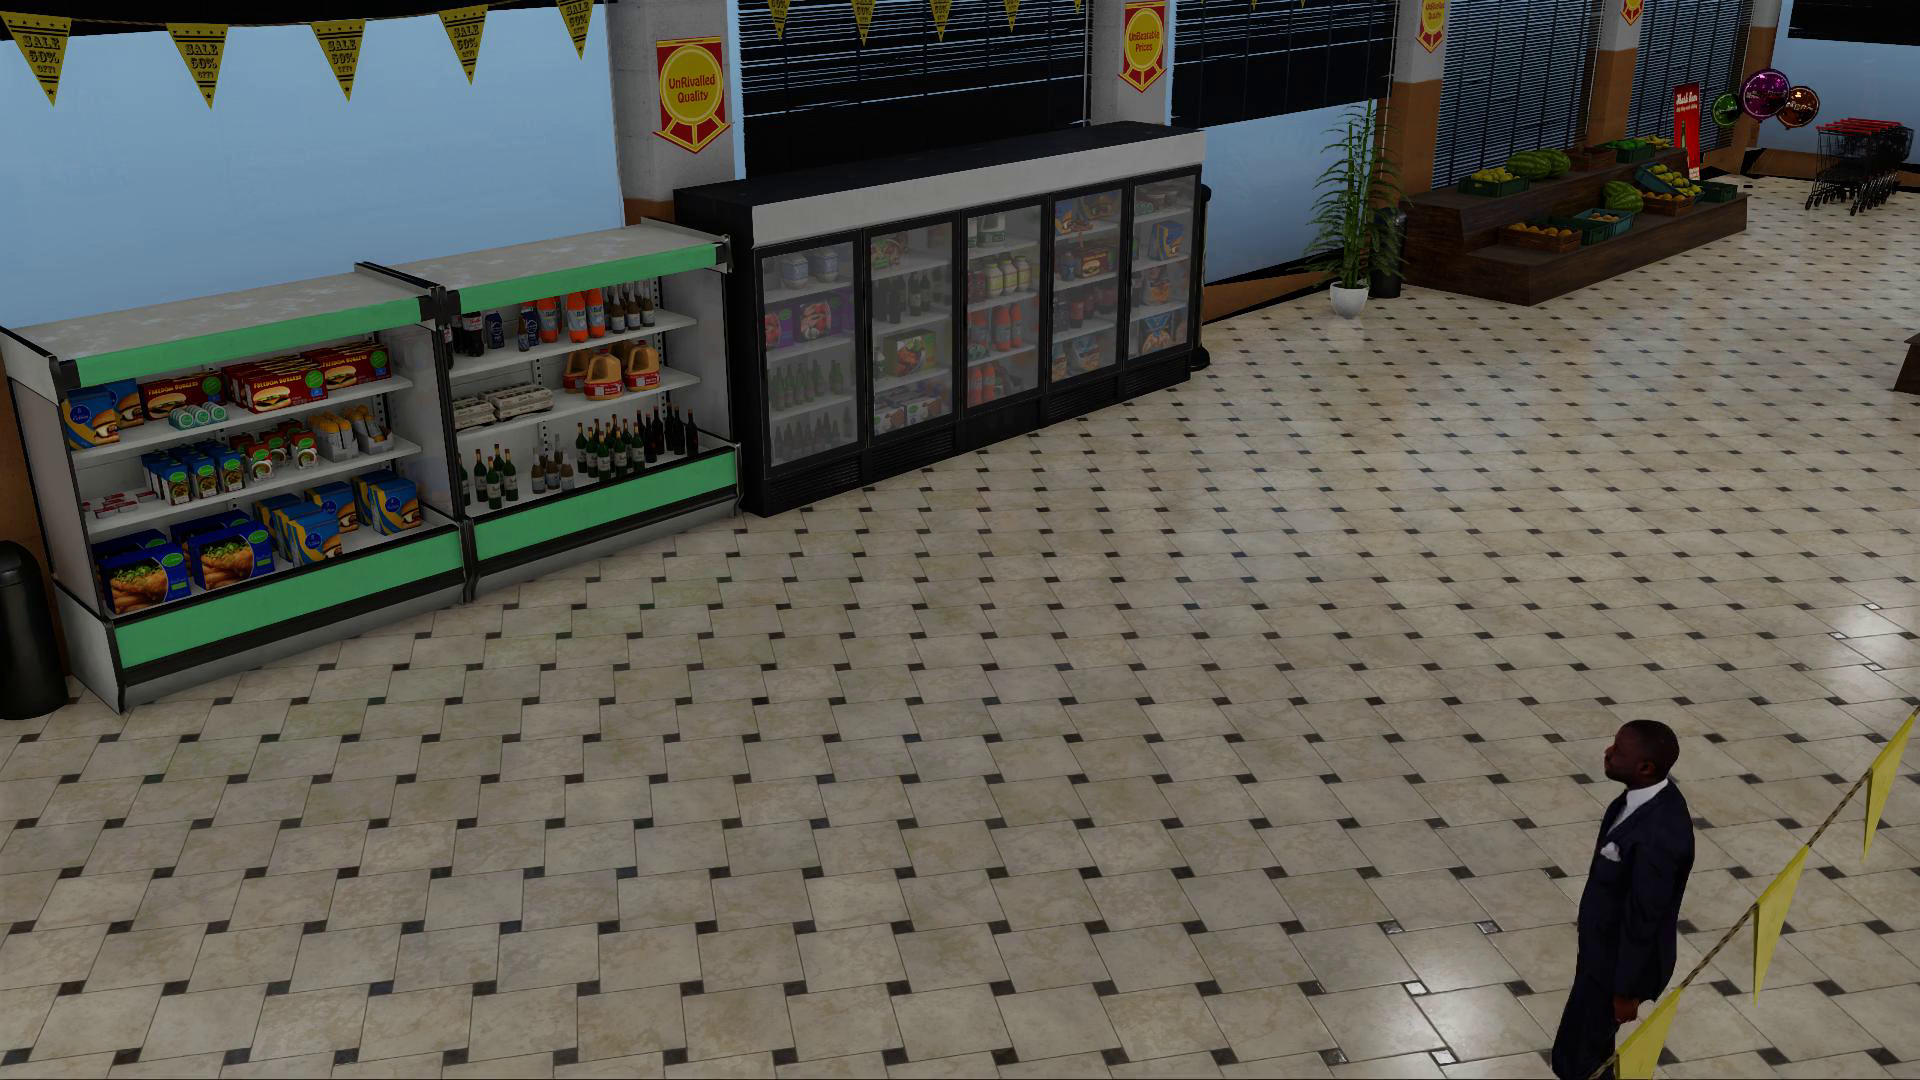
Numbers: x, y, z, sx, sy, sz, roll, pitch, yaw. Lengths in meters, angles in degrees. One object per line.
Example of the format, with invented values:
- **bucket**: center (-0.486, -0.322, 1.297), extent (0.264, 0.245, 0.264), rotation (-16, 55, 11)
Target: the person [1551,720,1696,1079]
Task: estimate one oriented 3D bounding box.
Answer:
- **person**: center (2.371, 1.469, 5.792), extent (0.903, 1.807, 0.812), rotation (7, 23, 17)
